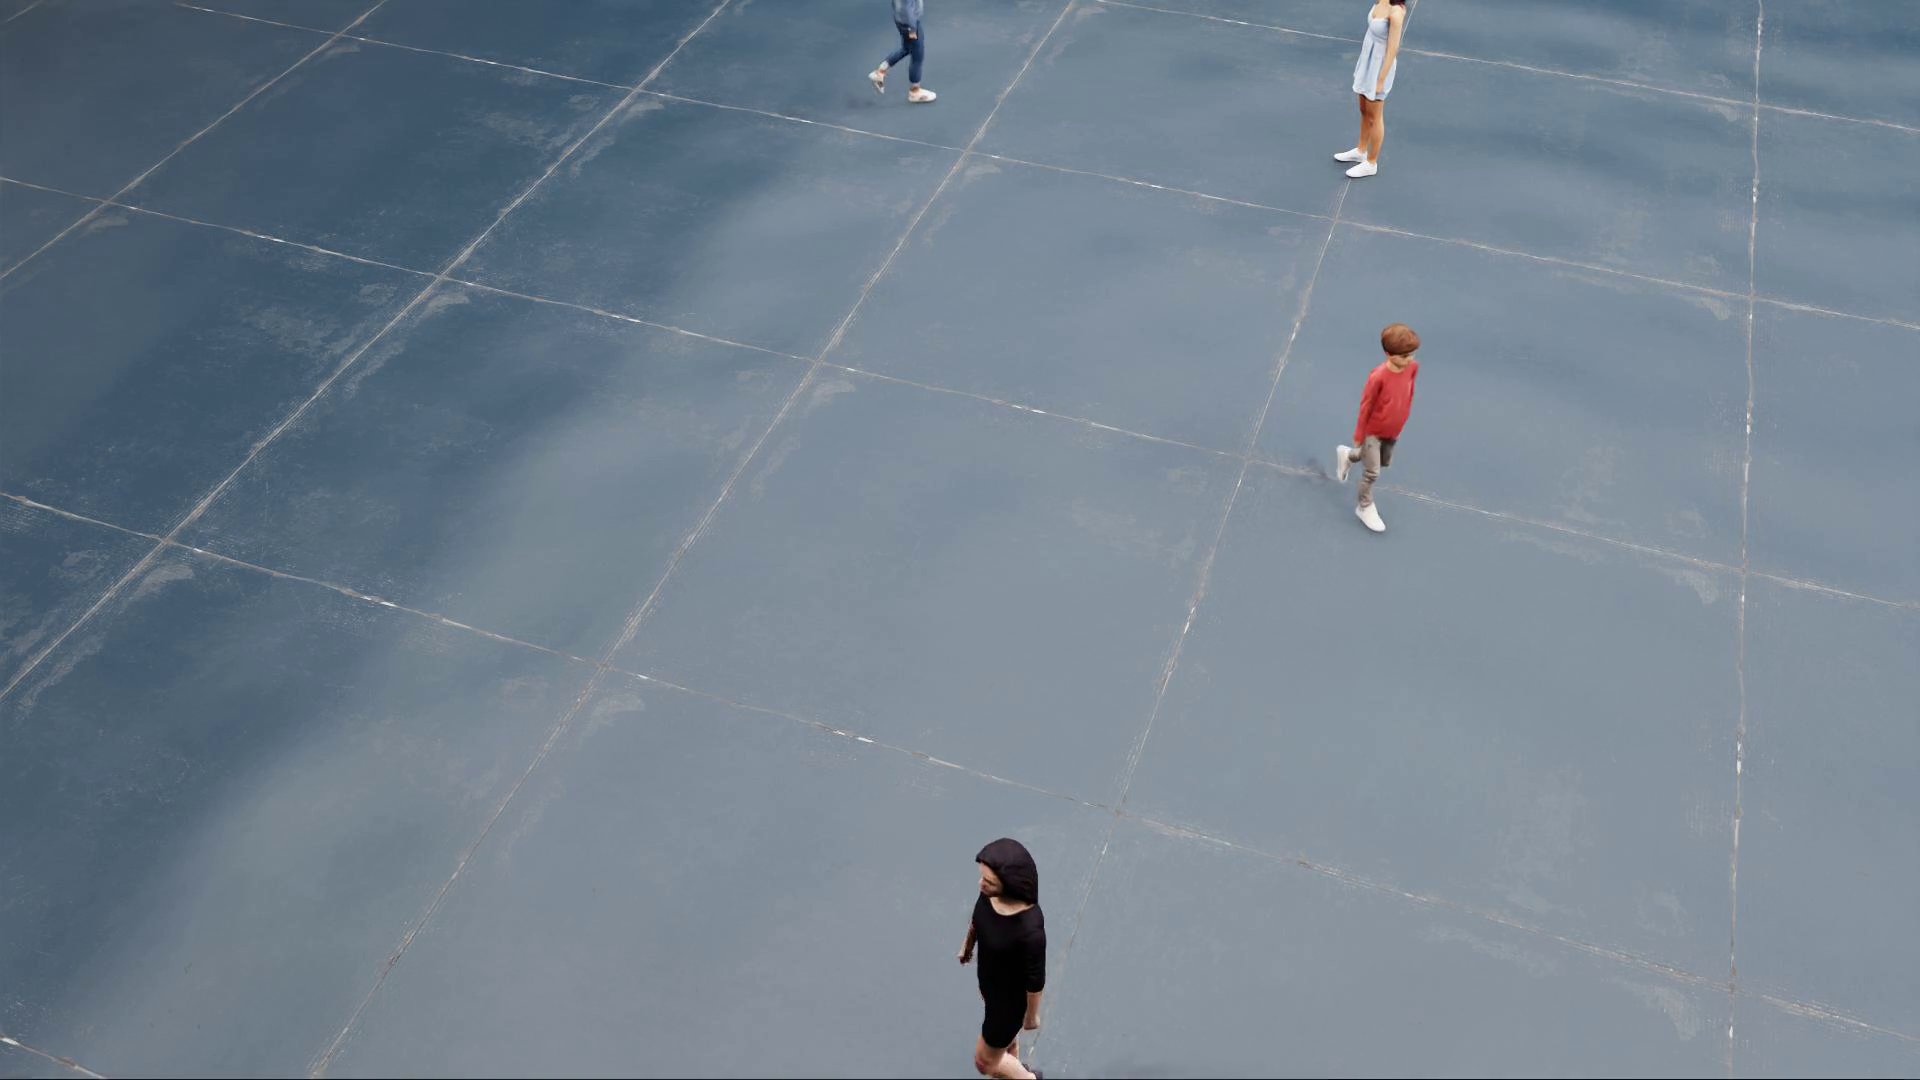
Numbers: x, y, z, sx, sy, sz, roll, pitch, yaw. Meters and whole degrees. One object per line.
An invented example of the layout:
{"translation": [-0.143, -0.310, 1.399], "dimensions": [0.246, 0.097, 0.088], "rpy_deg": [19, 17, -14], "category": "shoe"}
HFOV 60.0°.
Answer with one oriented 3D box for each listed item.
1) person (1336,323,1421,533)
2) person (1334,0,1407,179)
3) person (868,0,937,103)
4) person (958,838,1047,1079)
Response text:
{"translation": [2.440, -0.718, 9.817], "dimensions": [0.810, 1.397, 0.882], "rpy_deg": [-19, 46, -19], "category": "person"}
{"translation": [3.186, -3.598, 12.657], "dimensions": [0.682, 1.730, 0.671], "rpy_deg": [-6, 43, -6], "category": "person"}
{"translation": [-0.495, -4.235, 13.533], "dimensions": [0.902, 1.466, 0.813], "rpy_deg": [-11, 44, -12], "category": "person"}
{"translation": [0.266, 1.796, 6.835], "dimensions": [0.773, 1.793, 0.724], "rpy_deg": [-15, 45, -15], "category": "person"}
